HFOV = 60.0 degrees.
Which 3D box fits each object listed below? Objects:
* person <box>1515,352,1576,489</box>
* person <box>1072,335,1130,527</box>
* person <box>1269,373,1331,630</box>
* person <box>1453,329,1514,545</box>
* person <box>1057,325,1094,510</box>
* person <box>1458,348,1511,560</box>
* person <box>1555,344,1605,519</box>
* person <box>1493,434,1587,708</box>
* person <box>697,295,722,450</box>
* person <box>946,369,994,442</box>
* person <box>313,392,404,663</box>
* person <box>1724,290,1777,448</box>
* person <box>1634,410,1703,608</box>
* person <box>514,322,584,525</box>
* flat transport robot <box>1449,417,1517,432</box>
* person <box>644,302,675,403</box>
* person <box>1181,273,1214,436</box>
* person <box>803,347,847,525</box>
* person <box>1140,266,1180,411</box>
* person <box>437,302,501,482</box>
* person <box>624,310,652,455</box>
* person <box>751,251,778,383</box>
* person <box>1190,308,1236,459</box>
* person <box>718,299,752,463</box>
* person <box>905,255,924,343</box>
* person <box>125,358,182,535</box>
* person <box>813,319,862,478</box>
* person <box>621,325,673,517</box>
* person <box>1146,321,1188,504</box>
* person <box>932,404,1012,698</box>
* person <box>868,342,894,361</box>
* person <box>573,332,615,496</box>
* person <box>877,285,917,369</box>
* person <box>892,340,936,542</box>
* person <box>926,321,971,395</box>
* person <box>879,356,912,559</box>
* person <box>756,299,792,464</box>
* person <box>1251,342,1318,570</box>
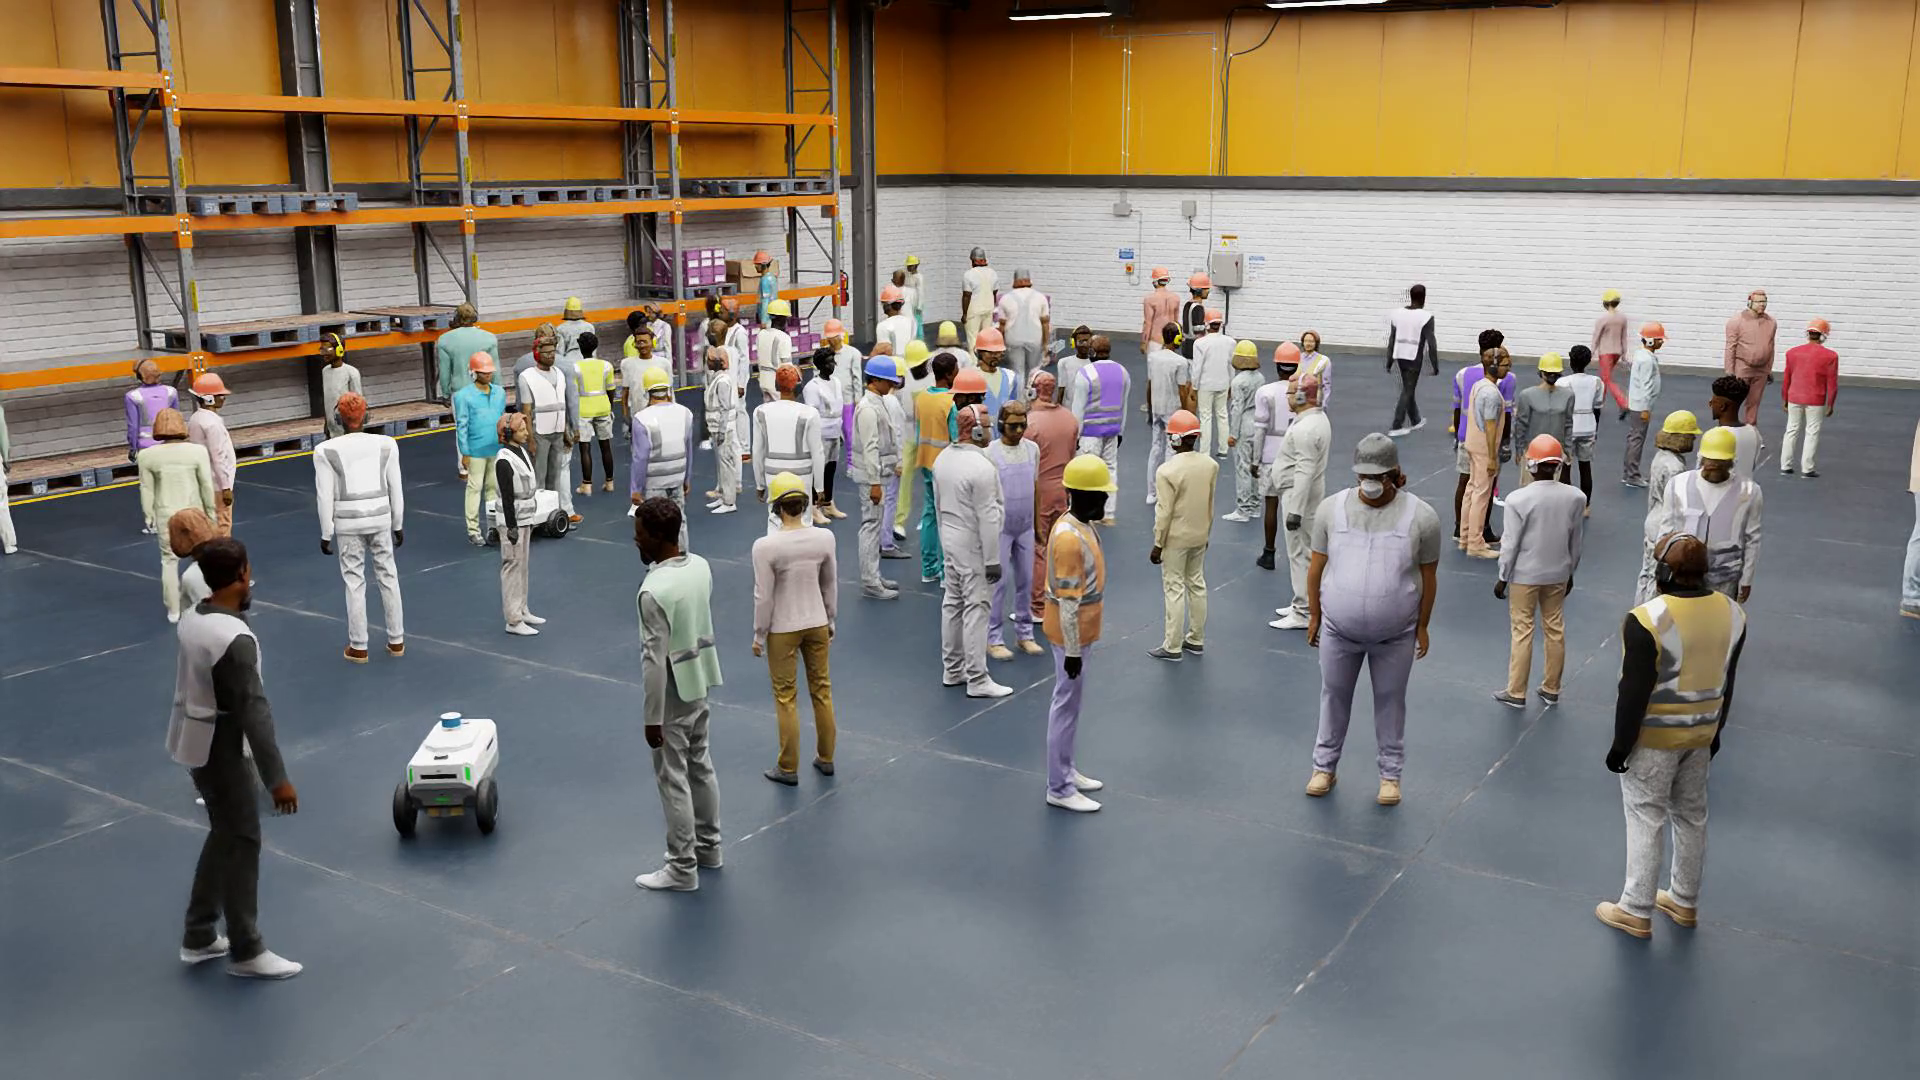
[{"bbox_3d":[5.235,-0.804,14.897,0.535,1.767,0.317,-1,13,-3],"label":"person"},{"bbox_3d":[1.300,-1.011,15.667,0.631,1.831,0.429,-9,16,-36],"label":"person"},{"bbox_3d":[2.512,-0.288,12.351,0.407,1.904,0.655,5,14,19],"label":"person"},{"bbox_3d":[4.711,-0.926,15.007,0.376,1.958,0.603,-10,16,-36],"label":"person"},{"bbox_3d":[1.188,-1.161,16.216,0.515,1.872,0.328,-3,13,-14],"label":"person"},{"bbox_3d":[4.582,-0.758,14.522,0.328,1.844,0.511,1,13,2],"label":"person"},{"bbox_3d":[5.927,-1.034,16.044,0.539,1.695,0.318,-3,13,-12],"label":"person"},{"bbox_3d":[3.663,0.197,10.577,0.563,1.753,0.327,-3,13,-12],"label":"person"},{"bbox_3d":[-3.012,-2.021,20.078,0.366,1.835,0.742,-2,13,-9],"label":"person"},{"bbox_3d":[0.076,-0.306,12.360,0.360,1.938,0.545,-1,13,-5],"label":"person"},{"bbox_3d":[-4.139,-0.083,11.514,0.575,1.882,0.360,-8,15,-32],"label":"person"},{"bbox_3d":[9.484,-2.042,19.957,0.643,1.909,0.410,-2,13,-10],"label":"person"},{"bbox_3d":[4.962,-0.046,11.656,0.319,1.742,0.492,2,13,8],"label":"person"},{"bbox_3d":[-3.884,-1.086,15.740,0.635,1.937,0.354,4,13,15],"label":"person"},{"bbox_3d":[6.777,-1.547,21.395,0.652,0.197,1.431,7,15,27],"label":"flat transport robot"},{"bbox_3d":[-3.907,-2.259,21.519,0.514,1.630,0.321,8,15,32],"label":"person"},{"bbox_3d":[2.976,-2.329,20.900,0.376,2.045,0.605,-2,13,-9],"label":"person"},{"bbox_3d":[-1.283,-1.001,15.901,0.316,1.696,0.541,7,15,27],"label":"person"},{"bbox_3d":[2.743,-2.761,22.884,0.612,1.995,0.382,-8,15,-32],"label":"person"},{"bbox_3d":[-5.268,-1.589,17.918,0.635,1.938,0.359,-4,14,-17],"label":"person"},{"bbox_3d":[-3.778,-1.853,19.598,0.316,1.696,0.540,1,13,4],"label":"person"},{"bbox_3d":[-3.022,-3.460,25.835,0.405,2.034,0.608,0,13,1],"label":"person"},{"bbox_3d":[2.907,-1.796,19.224,0.566,1.750,0.341,-5,14,-21],"label":"person"},{"bbox_3d":[-2.586,-1.813,19.011,0.337,1.882,0.584,-7,15,-26],"label":"person"},{"bbox_3d":[-0.824,-4.163,29.492,0.338,1.761,0.524,-7,15,-28],"label":"person"},{"bbox_3d":[-7.461,-0.867,15.437,0.309,1.644,0.513,9,16,34],"label":"person"},{"bbox_3d":[-1.350,-1.553,18.206,0.575,1.739,0.354,4,14,17],"label":"person"},{"bbox_3d":[-3.036,-1.158,16.204,0.519,1.873,0.335,-2,13,-7],"label":"person"},{"bbox_3d":[2.080,-1.255,16.662,0.341,1.857,0.521,-12,17,-42],"label":"person"},{"bbox_3d":[0.091,0.067,10.806,0.404,1.911,0.636,-7,15,-29],"label":"person"},{"bbox_3d":[-0.785,-1.191,16.862,0.286,1.634,0.500,-3,13,-15],"label":"person"},{"bbox_3d":[-3.821,-1.306,17.224,0.540,1.695,0.317,-9,16,-35],"label":"person"},{"bbox_3d":[-0.754,-1.853,18.837,0.379,2.045,0.605,10,16,37],"label":"person"},{"bbox_3d":[-0.416,-0.919,15.241,0.666,1.836,1.023,3,13,12],"label":"person"},{"bbox_3d":[-0.116,-1.490,17.921,0.521,1.729,0.468,2,13,7],"label":"person"},{"bbox_3d":[-0.588,-0.722,14.545,0.332,1.765,0.533,-4,14,-17],"label":"person"},{"bbox_3d":[-2.023,-1.700,18.446,0.397,1.920,0.586,-11,17,-39],"label":"person"},{"bbox_3d":[2.742,-0.713,14.125,0.552,1.935,0.374,-1,13,-4],"label":"person"}]
